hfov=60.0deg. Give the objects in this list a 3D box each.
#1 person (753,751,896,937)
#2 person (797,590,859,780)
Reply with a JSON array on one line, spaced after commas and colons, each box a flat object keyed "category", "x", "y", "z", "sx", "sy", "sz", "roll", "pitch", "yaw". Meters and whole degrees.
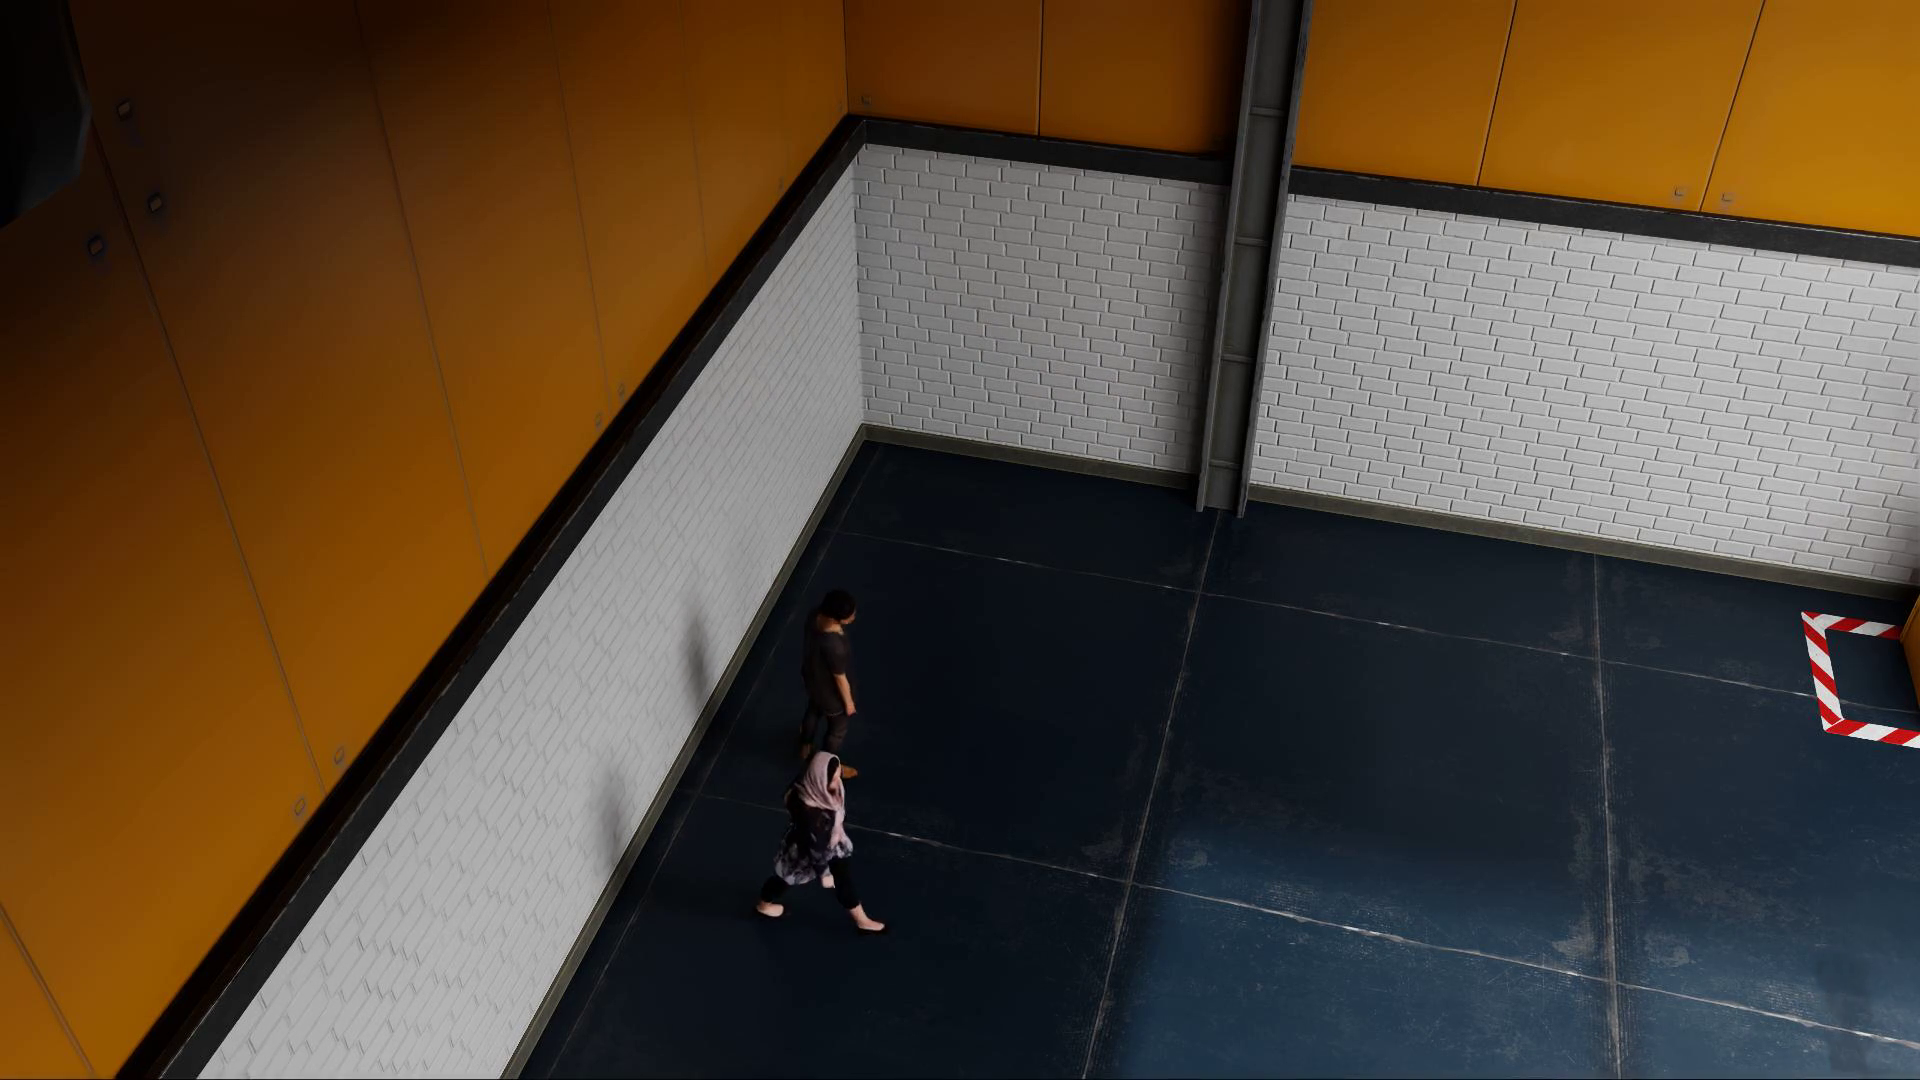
[{"category": "person", "x": -0.982, "y": 1.829, "z": 9.994, "sx": 1.159, "sy": 1.561, "sz": 0.684, "roll": 4, "pitch": 39, "yaw": 5}, {"category": "person", "x": -0.921, "y": 0.932, "z": 11.030, "sx": 0.909, "sy": 1.670, "sz": 0.852, "roll": -28, "pitch": 46, "yaw": -31}]
